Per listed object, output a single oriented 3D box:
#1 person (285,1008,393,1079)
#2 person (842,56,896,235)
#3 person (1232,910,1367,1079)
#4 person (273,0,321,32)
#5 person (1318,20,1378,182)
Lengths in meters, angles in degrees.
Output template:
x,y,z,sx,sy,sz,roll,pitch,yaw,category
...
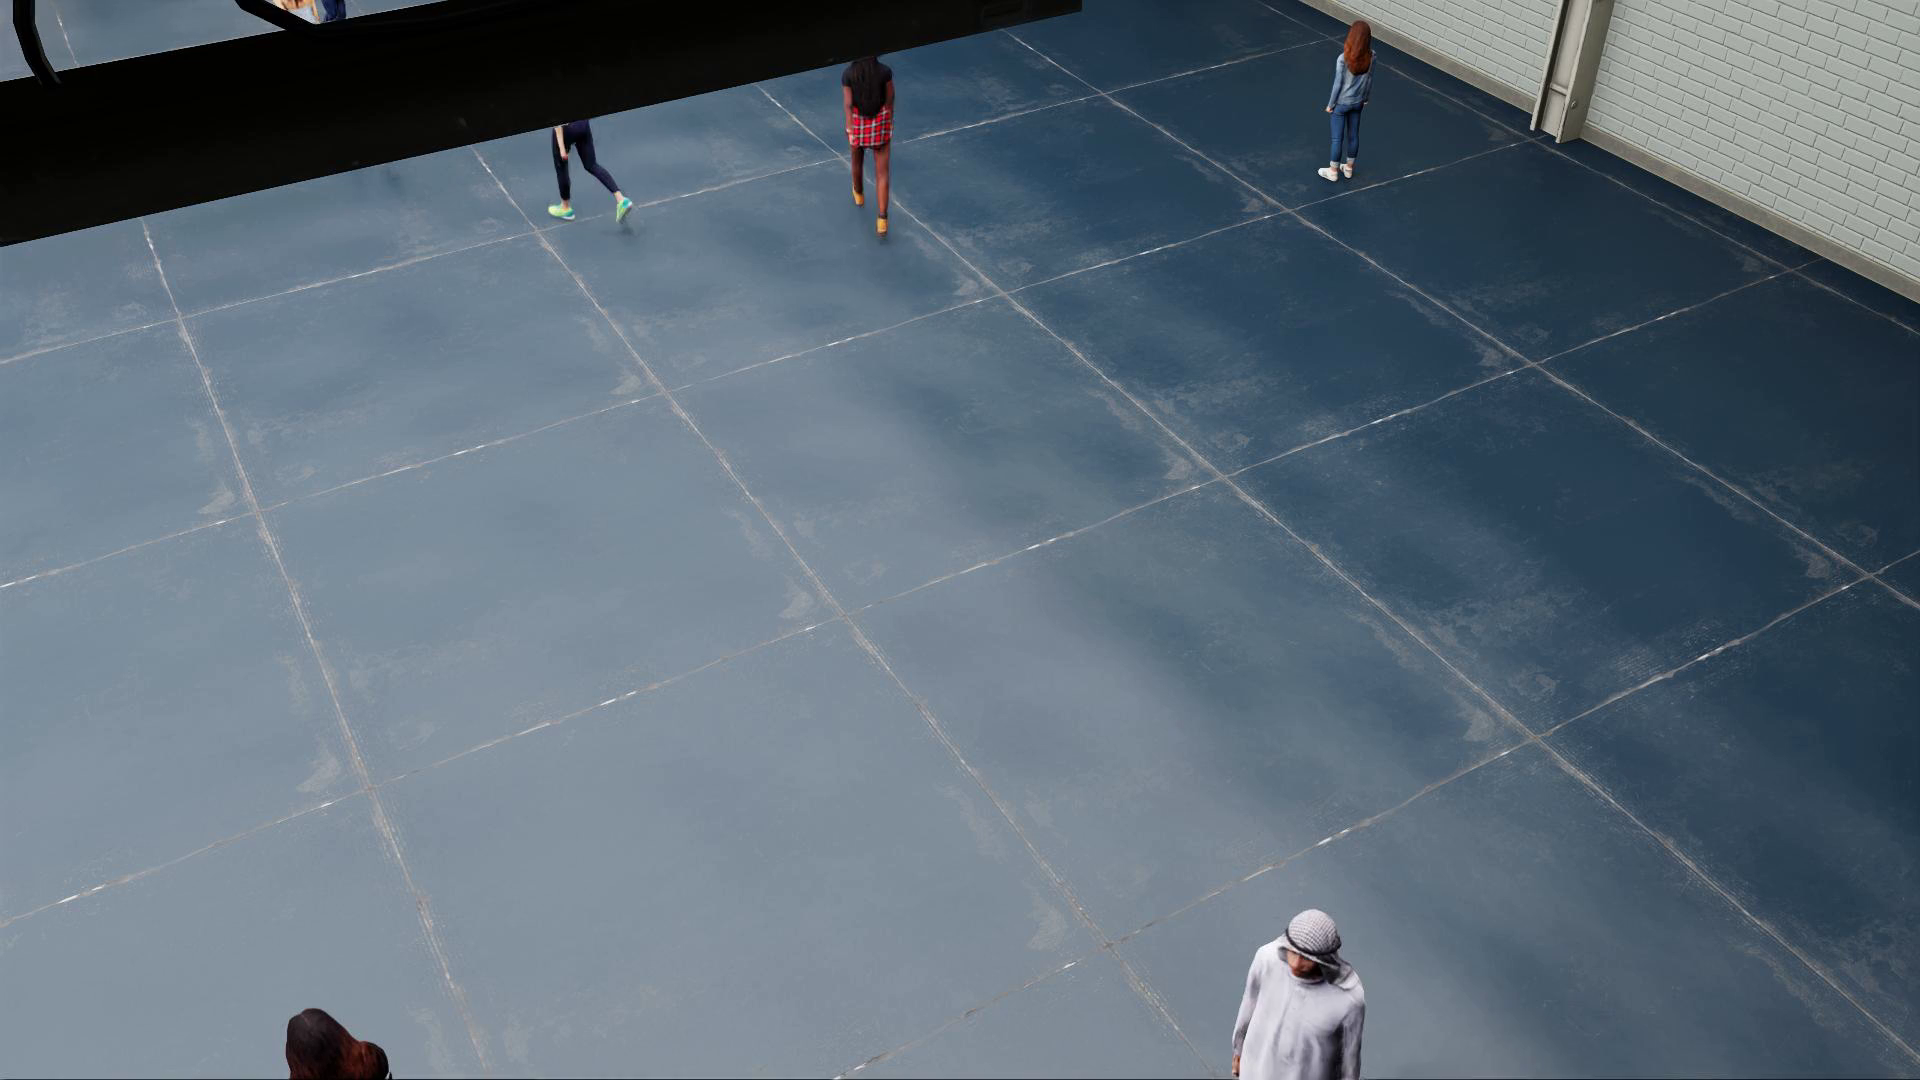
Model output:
x,y,z,sx,sy,sz,roll,pitch,yaw,category
-2.432,2.446,6.727,0.715,1.639,0.698,23,44,27,person
-0.744,-3.445,14.221,0.932,1.683,1.251,-5,38,-6,person
1.413,2.147,6.884,0.887,1.917,0.923,25,44,28,person
-6.167,-4.669,15.756,0.649,1.720,0.743,-29,46,-32,person
3.525,-3.978,15.070,0.597,1.476,0.537,-14,40,-17,person
